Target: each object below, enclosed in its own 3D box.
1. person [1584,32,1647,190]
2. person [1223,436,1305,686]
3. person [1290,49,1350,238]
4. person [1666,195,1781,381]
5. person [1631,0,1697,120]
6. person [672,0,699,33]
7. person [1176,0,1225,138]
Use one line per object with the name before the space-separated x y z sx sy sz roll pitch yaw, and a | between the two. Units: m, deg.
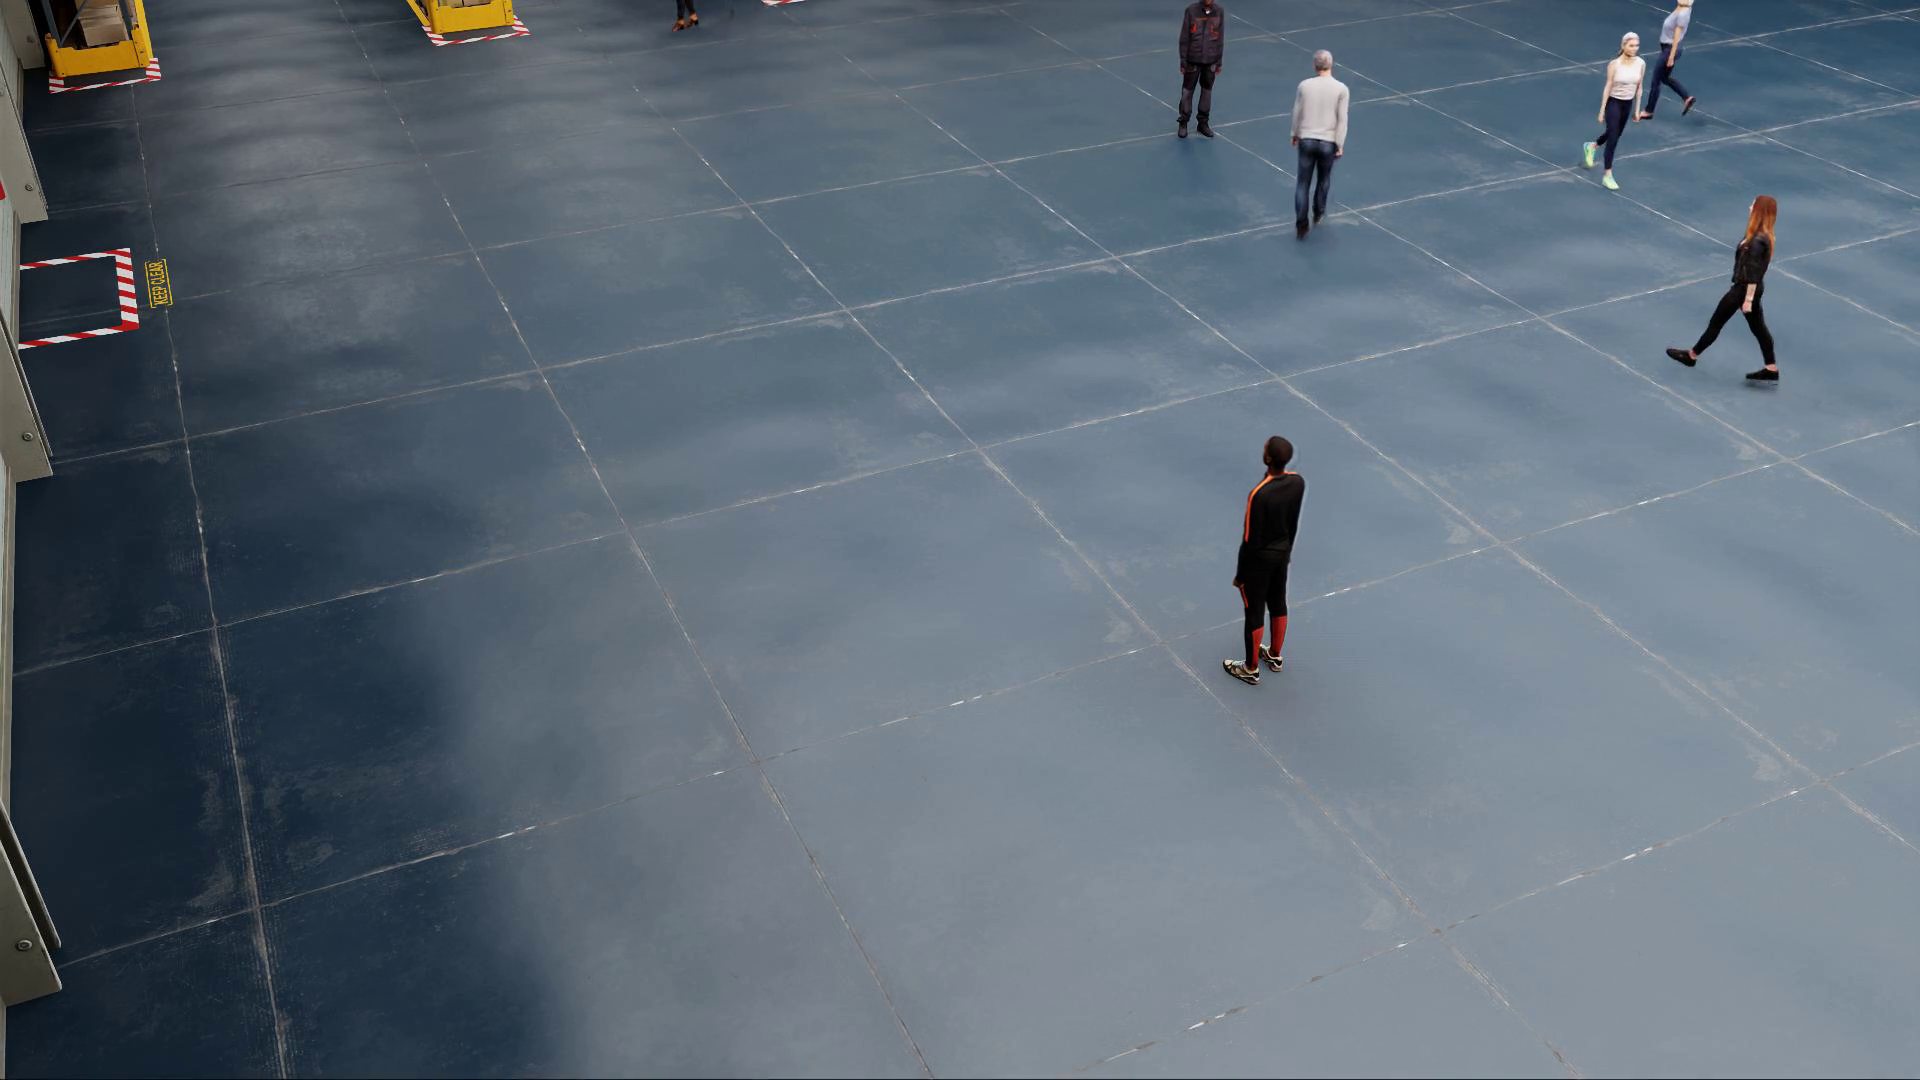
person | 7.344 -4.871 18.685 0.749 1.680 1.138 -8 34 -12
person | 2.008 0.123 10.889 0.668 1.807 0.586 -21 38 -29
person | 3.712 -4.072 17.297 1.134 1.854 1.211 13 35 19
person | 6.952 -2.133 14.489 1.273 1.665 1.023 21 39 29
person | 8.772 -5.955 20.328 1.024 1.706 0.931 13 35 20
person | -3.914 -8.157 23.736 0.835 1.682 0.819 -29 43 -36
person | 2.889 -5.789 19.967 0.770 1.821 0.724 -3 33 -5
